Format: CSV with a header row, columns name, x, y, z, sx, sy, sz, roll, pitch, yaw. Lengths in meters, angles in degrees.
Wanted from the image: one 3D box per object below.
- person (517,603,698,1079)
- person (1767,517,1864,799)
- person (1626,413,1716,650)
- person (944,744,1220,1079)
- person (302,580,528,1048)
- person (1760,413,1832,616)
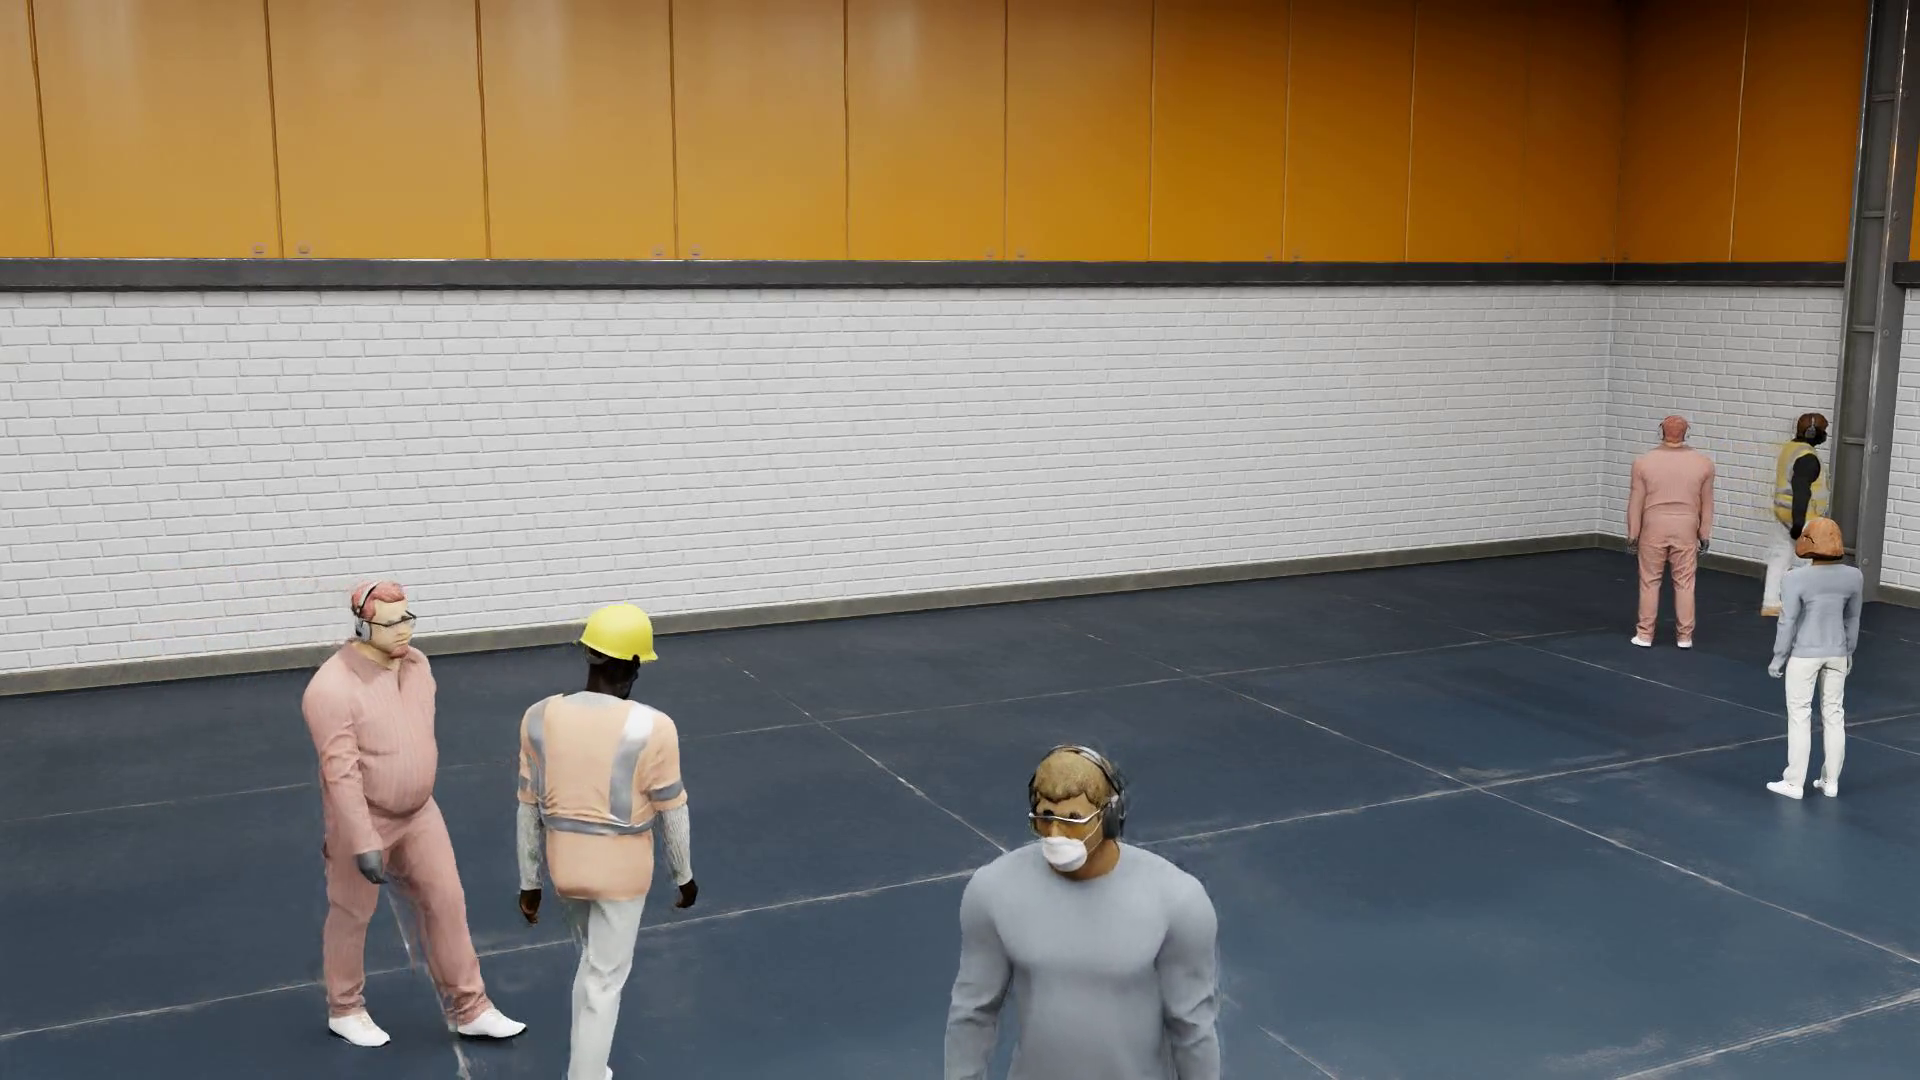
name,x,y,z,sx,sy,sz,roll,pitch,yaw
person,-1.236,1.156,5.869,0.598,1.887,0.676,3,10,20
person,4.925,0.682,9.595,0.499,1.634,0.279,-1,9,-6
person,5.700,-0.065,13.386,0.651,1.906,0.403,2,9,12
person,0.257,1.440,3.997,0.666,1.921,0.631,4,10,22
person,-2.128,1.085,6.383,0.918,1.867,0.651,4,10,25
person,7.456,-0.195,14.484,0.822,1.816,0.633,1,9,9
